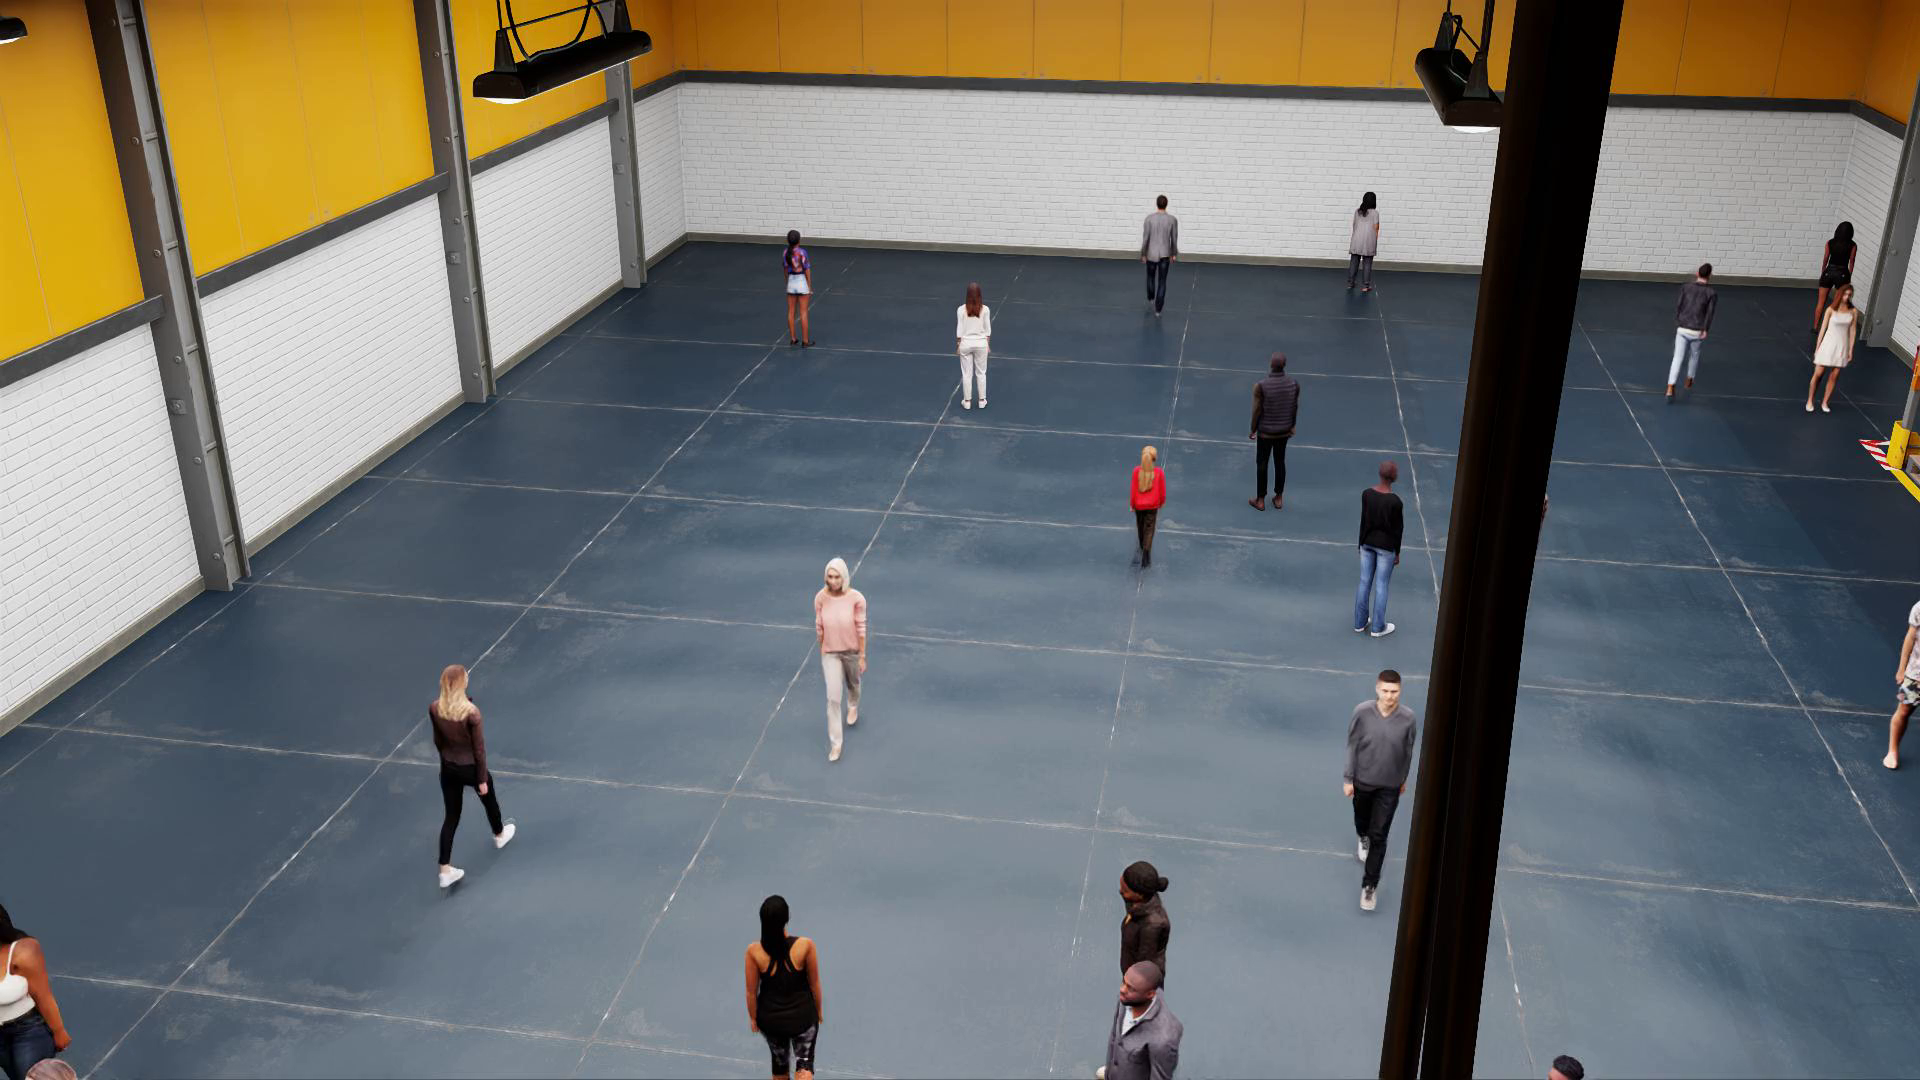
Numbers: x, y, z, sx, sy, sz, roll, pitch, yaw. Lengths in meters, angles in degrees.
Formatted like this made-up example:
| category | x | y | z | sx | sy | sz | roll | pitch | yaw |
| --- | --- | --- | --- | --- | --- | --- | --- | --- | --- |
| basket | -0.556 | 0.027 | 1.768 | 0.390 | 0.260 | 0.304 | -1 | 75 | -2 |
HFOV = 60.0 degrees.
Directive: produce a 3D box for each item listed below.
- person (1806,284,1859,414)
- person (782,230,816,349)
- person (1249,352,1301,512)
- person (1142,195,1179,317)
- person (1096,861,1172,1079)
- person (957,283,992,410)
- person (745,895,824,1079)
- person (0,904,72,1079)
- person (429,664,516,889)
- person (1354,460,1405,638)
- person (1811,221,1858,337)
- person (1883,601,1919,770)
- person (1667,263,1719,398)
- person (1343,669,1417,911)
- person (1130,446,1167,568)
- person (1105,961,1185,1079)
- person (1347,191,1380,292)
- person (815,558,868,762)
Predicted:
| category | x | y | z | sx | sy | sz | roll | pitch | yaw |
| --- | --- | --- | --- | --- | --- | --- | --- | --- | --- |
| person | 11.461 | -2.527 | 21.786 | 0.598 | 1.702 | 0.620 | 7 | 25 | 16 |
| person | -2.388 | -3.701 | 24.421 | 0.636 | 1.741 | 0.595 | 10 | 26 | 22 |
| person | 3.513 | -1.229 | 18.649 | 0.768 | 1.836 | 0.723 | -5 | 24 | -11 |
| person | 3.102 | -4.391 | 25.903 | 0.750 | 1.819 | 1.155 | 3 | 24 | 6 |
| person | 1.106 | 2.642 | 10.012 | 0.704 | 1.661 | 0.637 | -13 | 27 | -28 |
| person | 0.181 | -2.559 | 21.875 | 0.657 | 1.688 | 0.616 | -2 | 24 | -5 |
| person | -1.006 | 2.802 | 9.660 | 0.701 | 1.650 | 0.895 | -1 | 24 | -3 |
| person | -5.332 | 2.756 | 9.581 | 0.684 | 1.798 | 0.643 | 6 | 24 | 13 |
| person | -3.663 | 1.736 | 12.084 | 0.714 | 1.662 | 1.122 | 8 | 25 | 17 |
| person | 3.972 | 0.070 | 15.784 | 0.679 | 1.750 | 0.700 | 20 | 31 | 39 |
| person | 13.103 | -3.908 | 24.896 | 0.670 | 1.741 | 0.658 | 15 | 28 | 31 |
| person | 7.906 | 1.027 | 13.517 | 0.703 | 1.812 | 0.622 | 8 | 25 | 17 |
| person | 9.719 | -2.764 | 22.196 | 0.958 | 1.807 | 1.263 | 14 | 27 | 30 |
| person | 3.017 | 1.707 | 12.059 | 0.703 | 1.733 | 1.163 | 6 | 24 | 14 |
| person | 1.942 | -0.330 | 17.326 | 0.530 | 1.248 | 0.903 | 5 | 24 | 12 |
| person | 1.028 | 3.002 | 9.005 | 1.001 | 1.807 | 0.963 | -8 | 25 | -17 |
| person | 6.655 | -4.933 | 27.413 | 0.761 | 1.603 | 0.808 | 18 | 29 | 35 |
| person | -0.957 | 0.912 | 13.942 | 0.686 | 1.682 | 1.162 | 2 | 24 | 4 |
